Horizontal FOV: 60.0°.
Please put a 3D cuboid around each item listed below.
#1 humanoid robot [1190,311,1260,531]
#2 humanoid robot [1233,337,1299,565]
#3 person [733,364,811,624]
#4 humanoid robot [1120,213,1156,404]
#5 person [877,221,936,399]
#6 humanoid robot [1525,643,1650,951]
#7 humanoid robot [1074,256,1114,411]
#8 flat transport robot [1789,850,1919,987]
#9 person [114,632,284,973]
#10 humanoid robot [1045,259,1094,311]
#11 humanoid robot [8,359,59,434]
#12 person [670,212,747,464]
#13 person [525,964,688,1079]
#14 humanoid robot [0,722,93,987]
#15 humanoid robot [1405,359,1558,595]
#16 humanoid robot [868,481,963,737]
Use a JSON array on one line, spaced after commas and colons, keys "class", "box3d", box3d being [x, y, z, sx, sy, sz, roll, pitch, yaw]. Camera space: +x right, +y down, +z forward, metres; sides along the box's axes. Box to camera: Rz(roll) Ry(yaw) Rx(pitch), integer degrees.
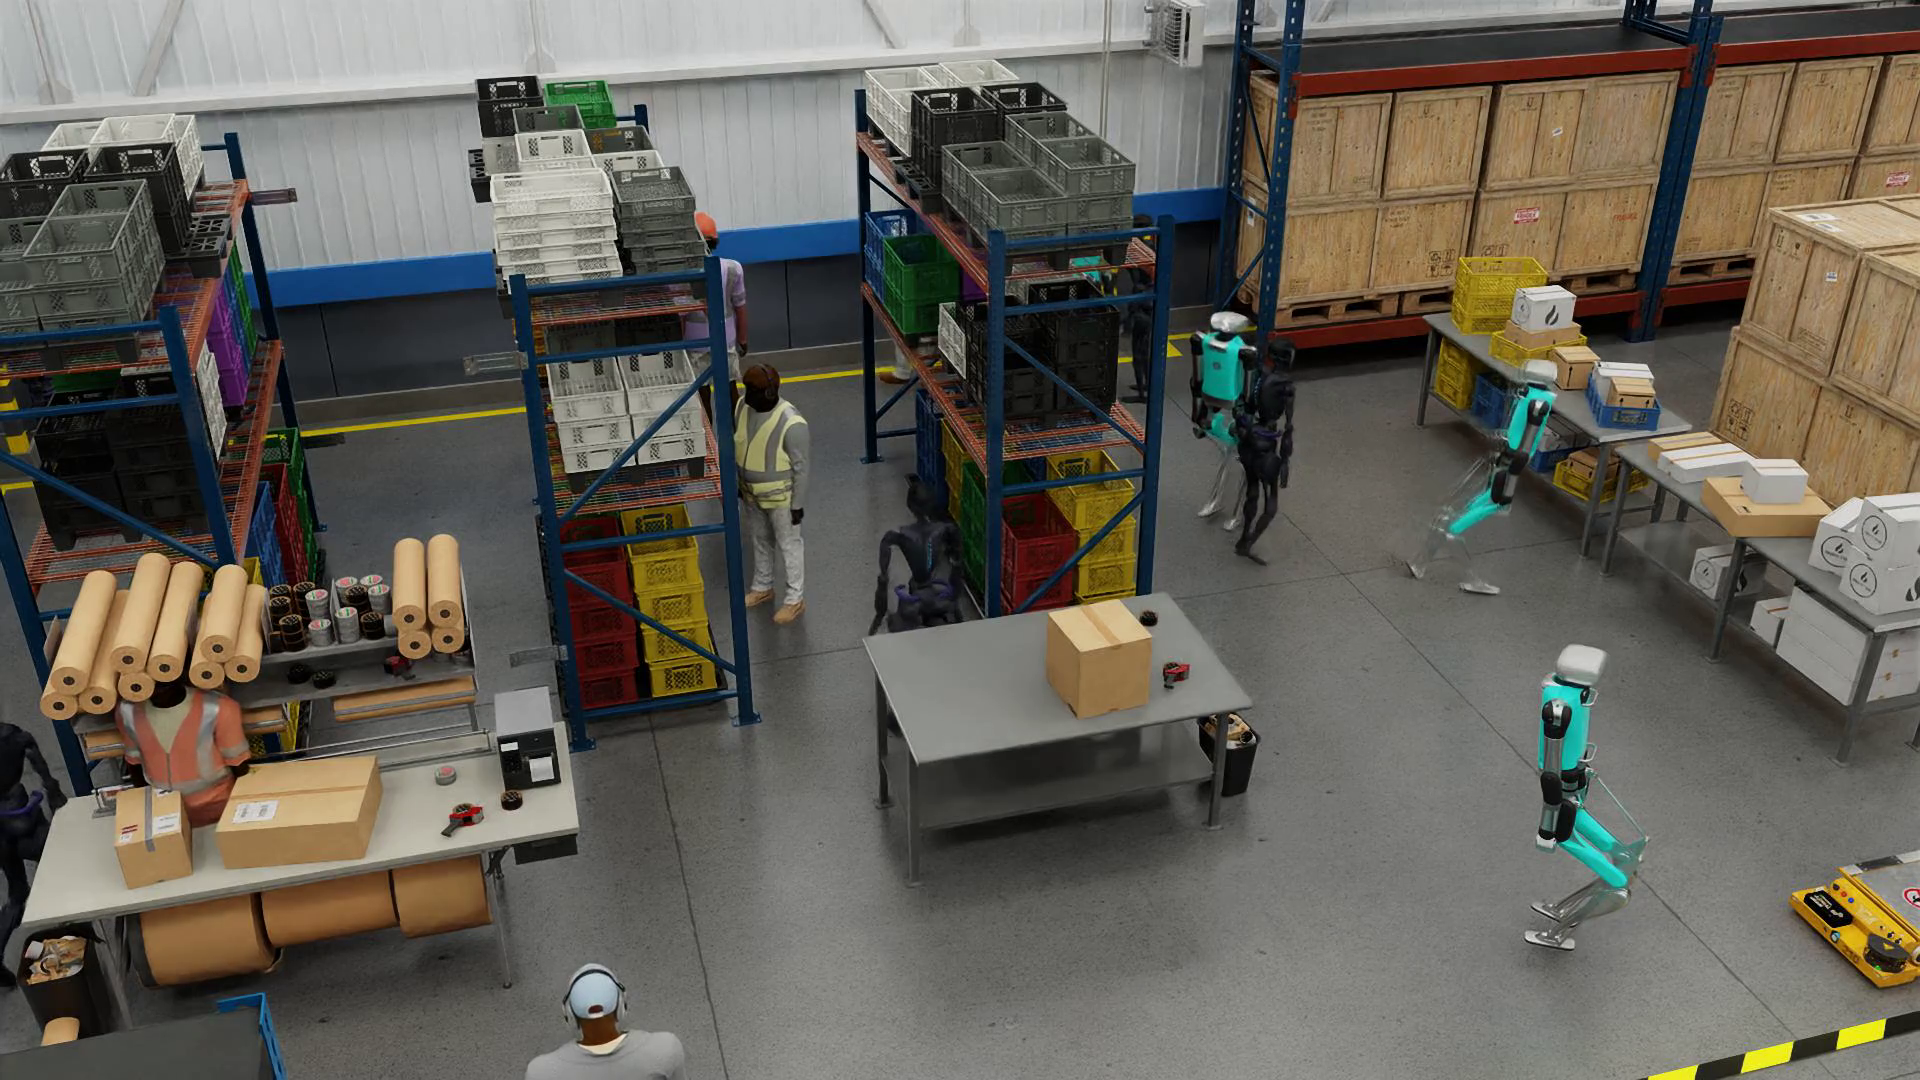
[{"class": "humanoid robot", "box3d": [2.017, -0.921, 12.246, 0.530, 1.731, 0.708, 21, 35, 33]}, {"class": "humanoid robot", "box3d": [2.138, -0.659, 11.907, 0.470, 1.644, 0.616, -11, 31, -18]}, {"class": "person", "box3d": [-1.270, -0.313, 11.098, 0.623, 1.844, 0.431, 23, 36, 35]}, {"class": "humanoid robot", "box3d": [1.565, -2.005, 14.346, 0.328, 1.649, 0.609, 10, 30, 17]}, {"class": "person", "box3d": [-0.399, -2.114, 14.380, 0.735, 1.856, 0.341, 12, 31, 20]}, {"class": "humanoid robot", "box3d": [3.114, 1.310, 8.118, 0.735, 1.673, 0.533, 15, 32, 26]}, {"class": "humanoid robot", "box3d": [1.081, -1.819, 13.981, 0.531, 1.829, 0.636, -6, 29, -11]}, {"class": "flat transport robot", "box3d": [5.163, 1.916, 8.676, 1.431, 0.231, 0.659, -8, 30, -14]}, {"class": "person", "box3d": [-3.704, 1.284, 8.073, 0.597, 1.958, 0.365, 1, 29, 2]}, {"class": "humanoid robot", "box3d": [0.726, -1.374, 13.077, 0.534, 1.743, 0.701, 8, 30, 14]}, {"class": "humanoid robot", "box3d": [-6.875, -0.986, 12.477, 0.315, 1.657, 0.599, -15, 32, -25]}, {"class": "person", "box3d": [-1.994, -1.599, 13.231, 0.613, 2.040, 0.390, -12, 31, -21]}, {"class": "person", "box3d": [-1.288, 2.324, 6.293, 0.587, 1.849, 0.389, -8, 30, -15]}, {"class": "humanoid robot", "box3d": [-4.655, 1.417, 8.140, 0.589, 1.628, 0.663, 5, 29, 9]}, {"class": "humanoid robot", "box3d": [3.526, -0.378, 11.415, 0.857, 1.864, 0.552, 8, 30, 14]}, {"class": "humanoid robot", "box3d": [-0.243, 0.441, 9.905, 0.611, 1.641, 0.452, -9, 30, -16]}]
